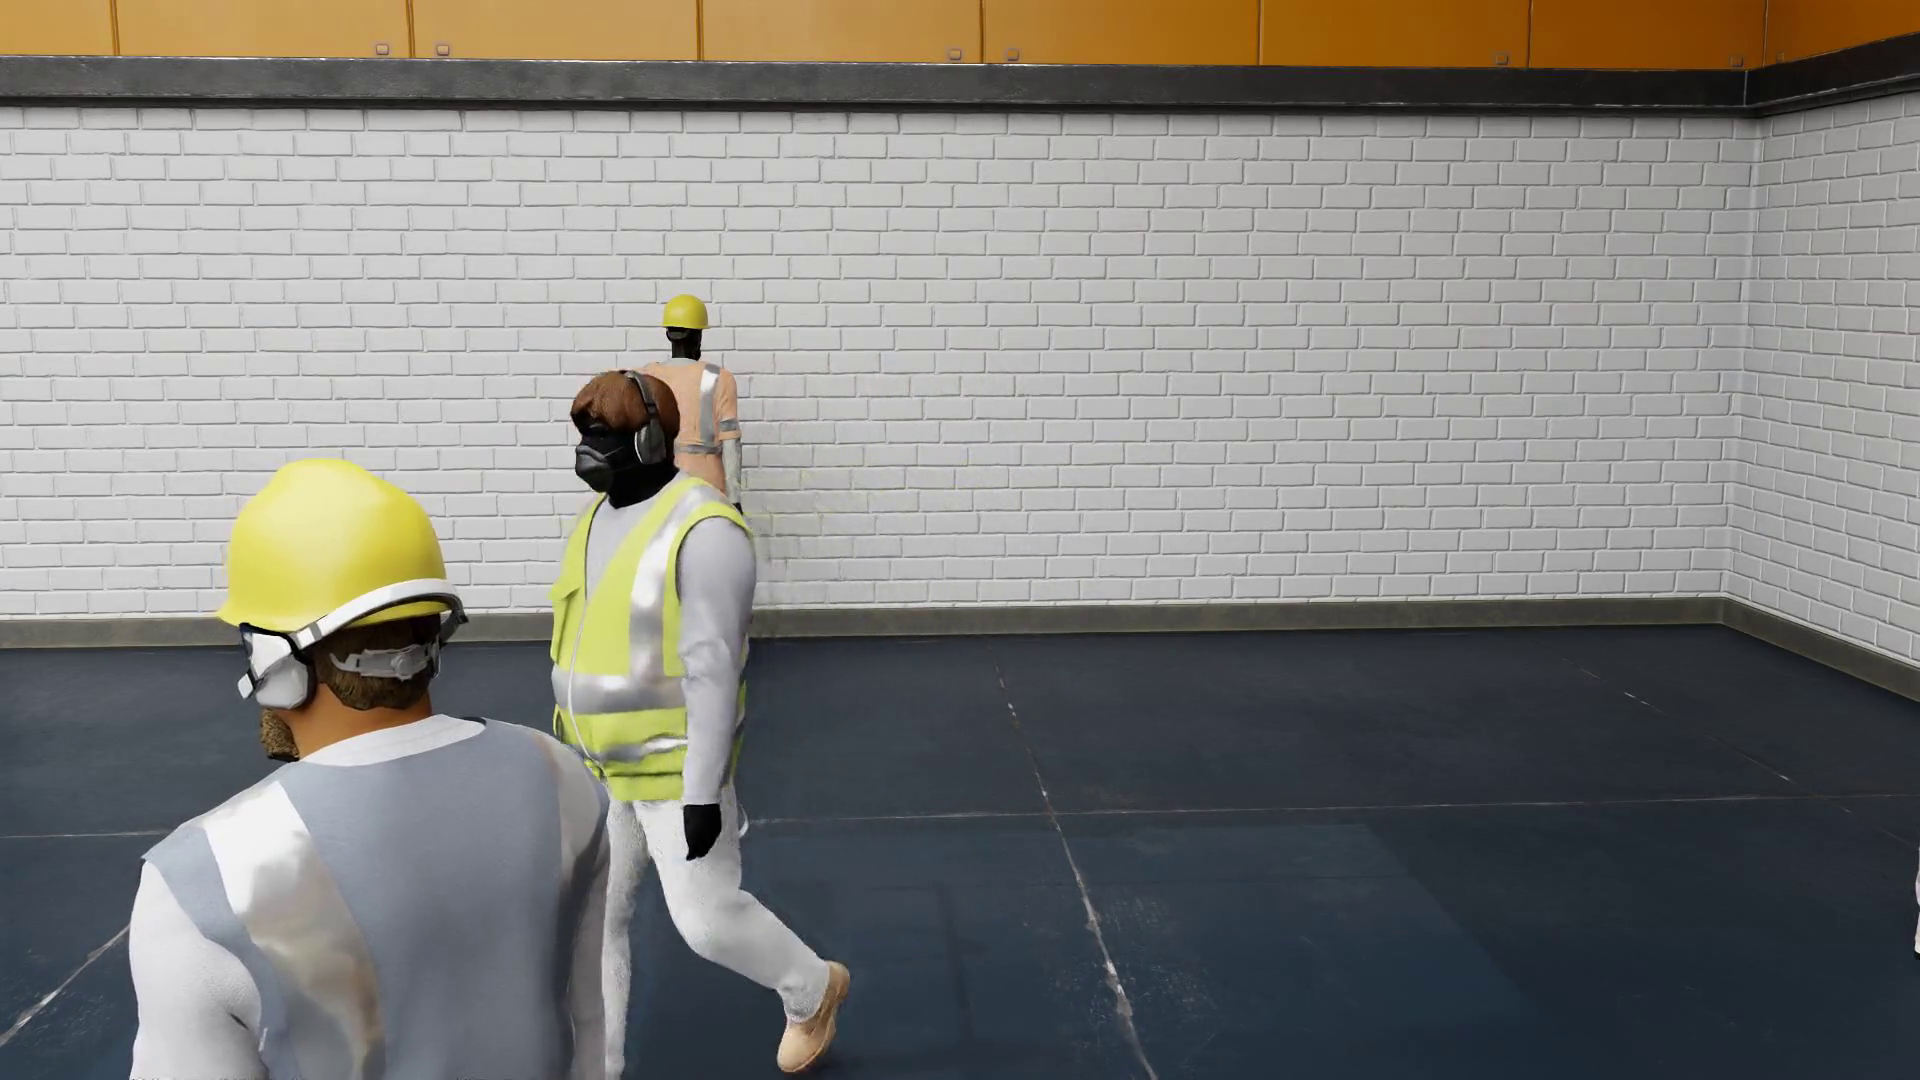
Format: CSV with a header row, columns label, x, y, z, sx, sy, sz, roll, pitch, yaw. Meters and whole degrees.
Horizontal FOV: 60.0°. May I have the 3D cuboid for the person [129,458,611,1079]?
label,x,y,z,sx,sy,sz,roll,pitch,yaw
person,-0.653,0.819,1.901,0.403,1.826,0.593,5,11,31

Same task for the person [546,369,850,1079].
label,x,y,z,sx,sy,sz,roll,pitch,yaw
person,-0.658,0.500,3.923,0.621,1.818,0.821,8,12,42

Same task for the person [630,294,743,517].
label,x,y,z,sx,sy,sz,roll,pitch,yaw
person,-1.362,-0.258,8.331,0.585,1.928,0.369,2,9,11

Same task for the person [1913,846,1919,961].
label,x,y,z,sx,sy,sz,roll,pitch,yaw
person,3.009,0.333,4.683,0.403,1.911,0.637,-1,9,-8
